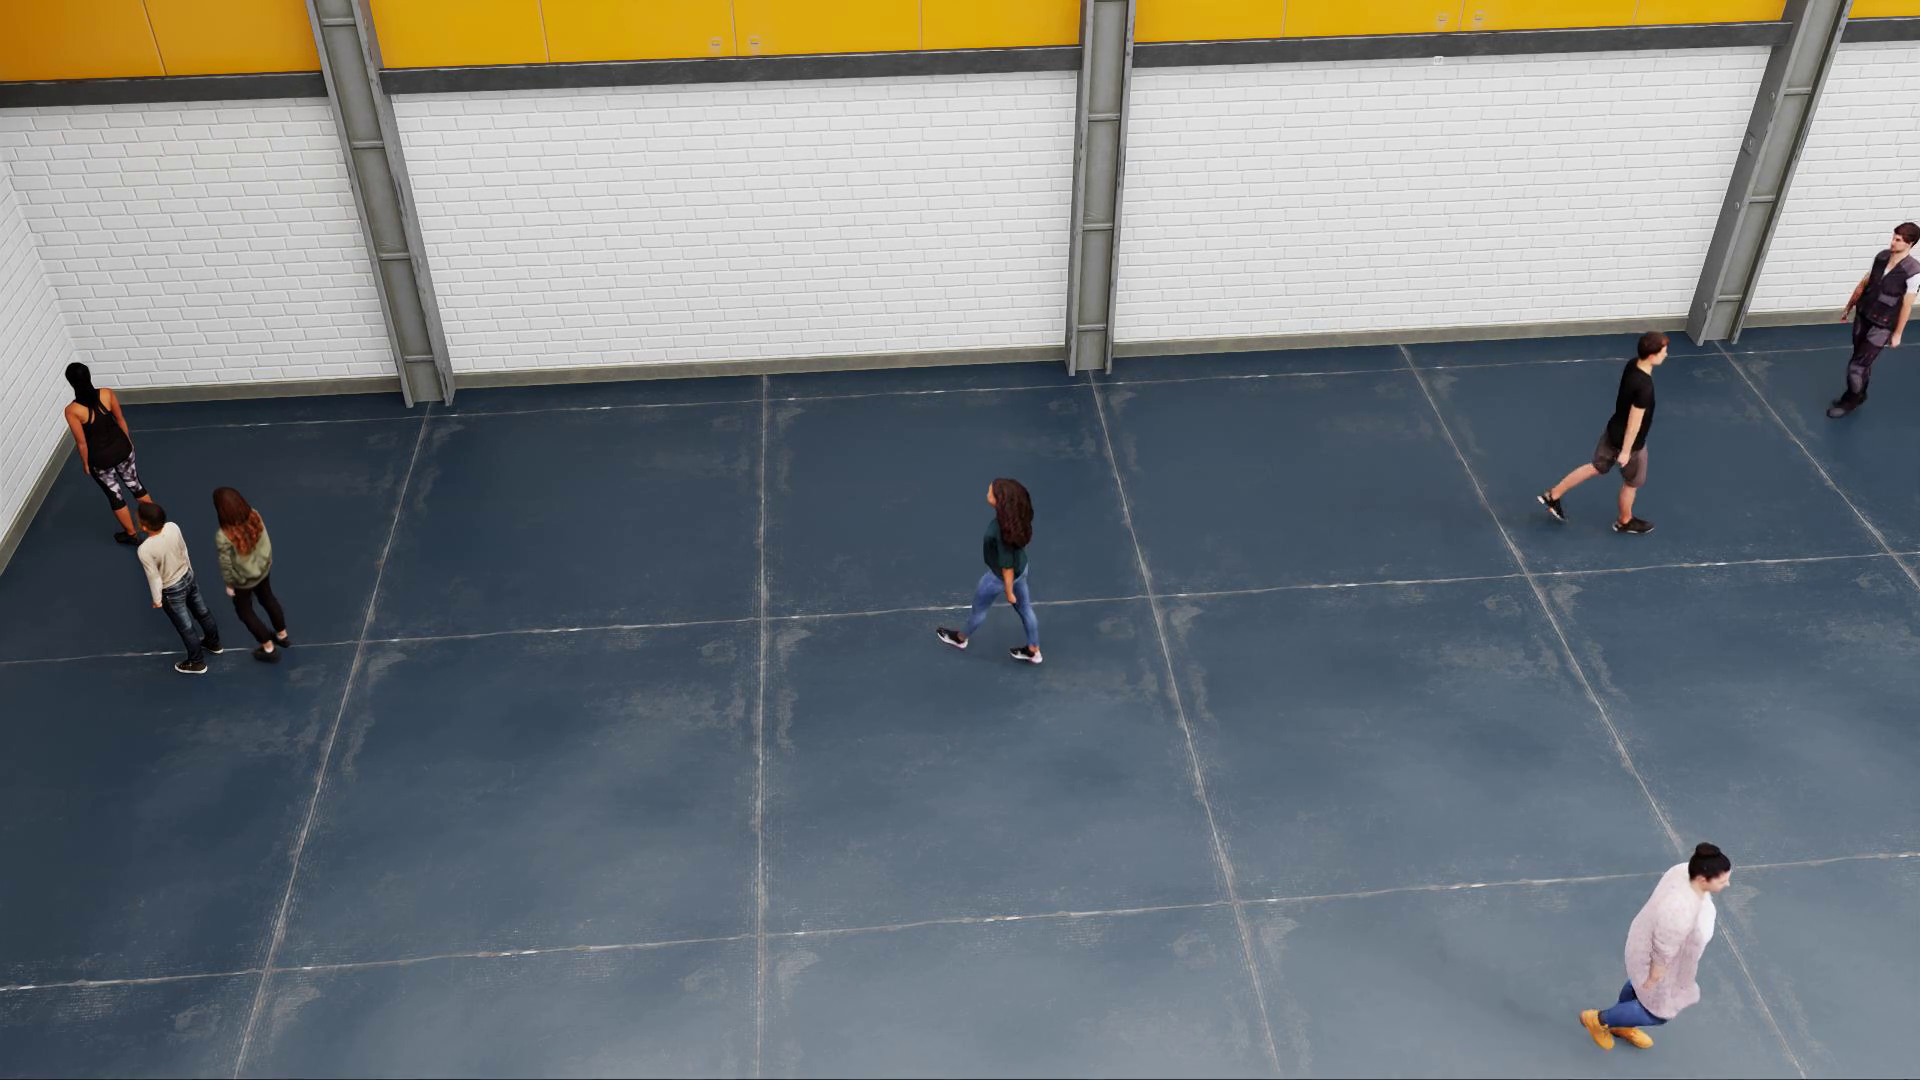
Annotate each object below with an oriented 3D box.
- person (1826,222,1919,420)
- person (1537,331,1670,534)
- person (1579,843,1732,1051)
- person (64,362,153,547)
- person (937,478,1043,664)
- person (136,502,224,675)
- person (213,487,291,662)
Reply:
[{"bbox_3d":[7.994,-1.901,14.352,0.778,1.830,0.746,-10,40,-12],"label":"person"},{"bbox_3d":[5.107,-0.829,13.008,1.230,1.833,0.829,4,39,4],"label":"person"},{"bbox_3d":[3.814,2.244,9.241,0.930,1.730,0.867,18,42,21],"label":"person"},{"bbox_3d":[-6.648,-0.689,12.970,0.687,1.662,0.658,21,43,24],"label":"person"},{"bbox_3d":[0.414,0.254,11.853,1.110,1.582,0.897,15,41,18],"label":"person"},{"bbox_3d":[-5.592,0.319,11.864,0.618,1.466,0.613,10,40,13],"label":"person"},{"bbox_3d":[-5.096,0.250,11.944,0.675,1.473,0.677,15,41,18],"label":"person"}]
